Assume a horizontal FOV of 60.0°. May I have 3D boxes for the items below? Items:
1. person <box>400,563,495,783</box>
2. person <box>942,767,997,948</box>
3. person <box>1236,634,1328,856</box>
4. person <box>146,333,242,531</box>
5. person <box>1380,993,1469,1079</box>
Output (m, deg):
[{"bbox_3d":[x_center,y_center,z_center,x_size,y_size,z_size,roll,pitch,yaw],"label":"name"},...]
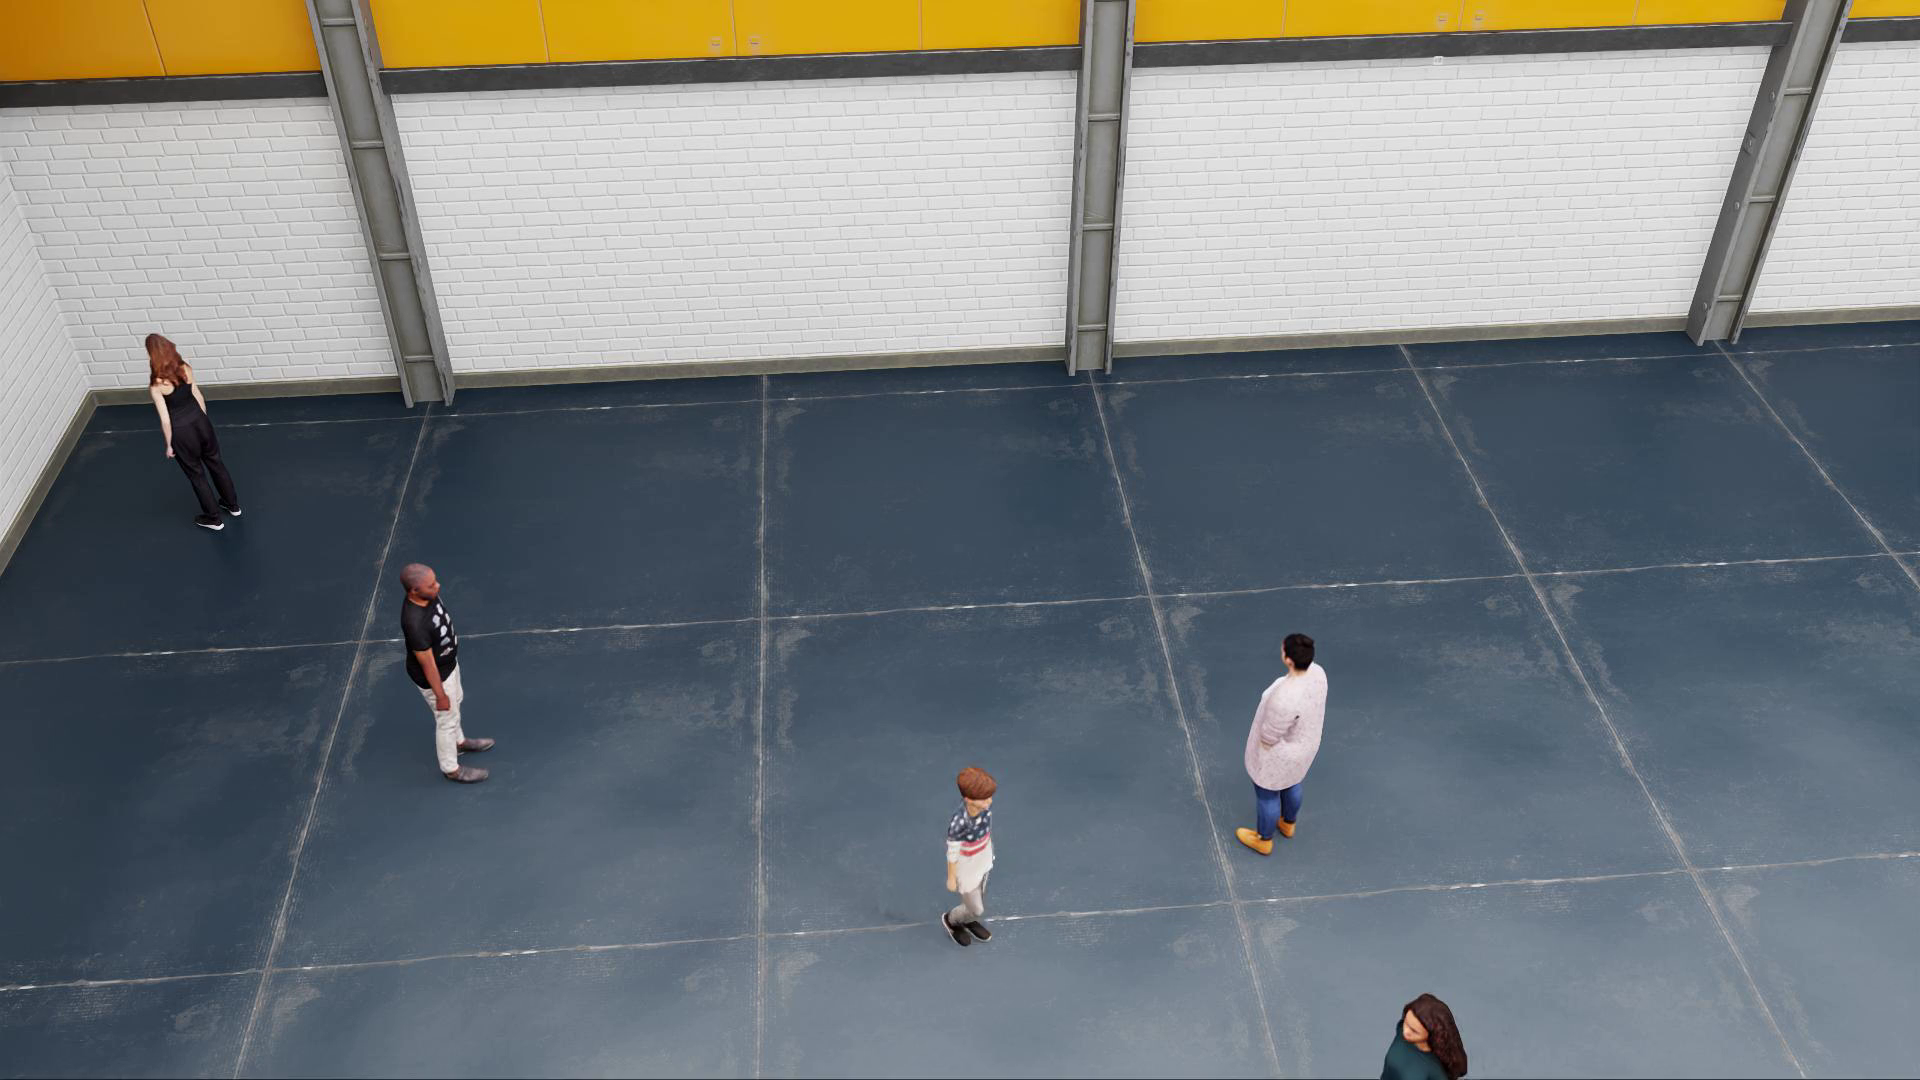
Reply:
[{"bbox_3d":[-3.447,0.855,10.923,0.618,1.802,0.666,-6,39,-7],"label":"person"},{"bbox_3d":[0.014,1.878,9.940,0.700,1.431,0.648,24,45,27],"label":"person"},{"bbox_3d":[2.059,1.273,10.447,0.856,1.744,0.782,32,48,33],"label":"person"},{"bbox_3d":[-6.076,-0.860,13.116,0.686,1.746,0.672,18,42,21],"label":"person"},{"bbox_3d":[2.364,2.884,8.542,0.975,1.604,0.764,-15,41,-18],"label":"person"}]
